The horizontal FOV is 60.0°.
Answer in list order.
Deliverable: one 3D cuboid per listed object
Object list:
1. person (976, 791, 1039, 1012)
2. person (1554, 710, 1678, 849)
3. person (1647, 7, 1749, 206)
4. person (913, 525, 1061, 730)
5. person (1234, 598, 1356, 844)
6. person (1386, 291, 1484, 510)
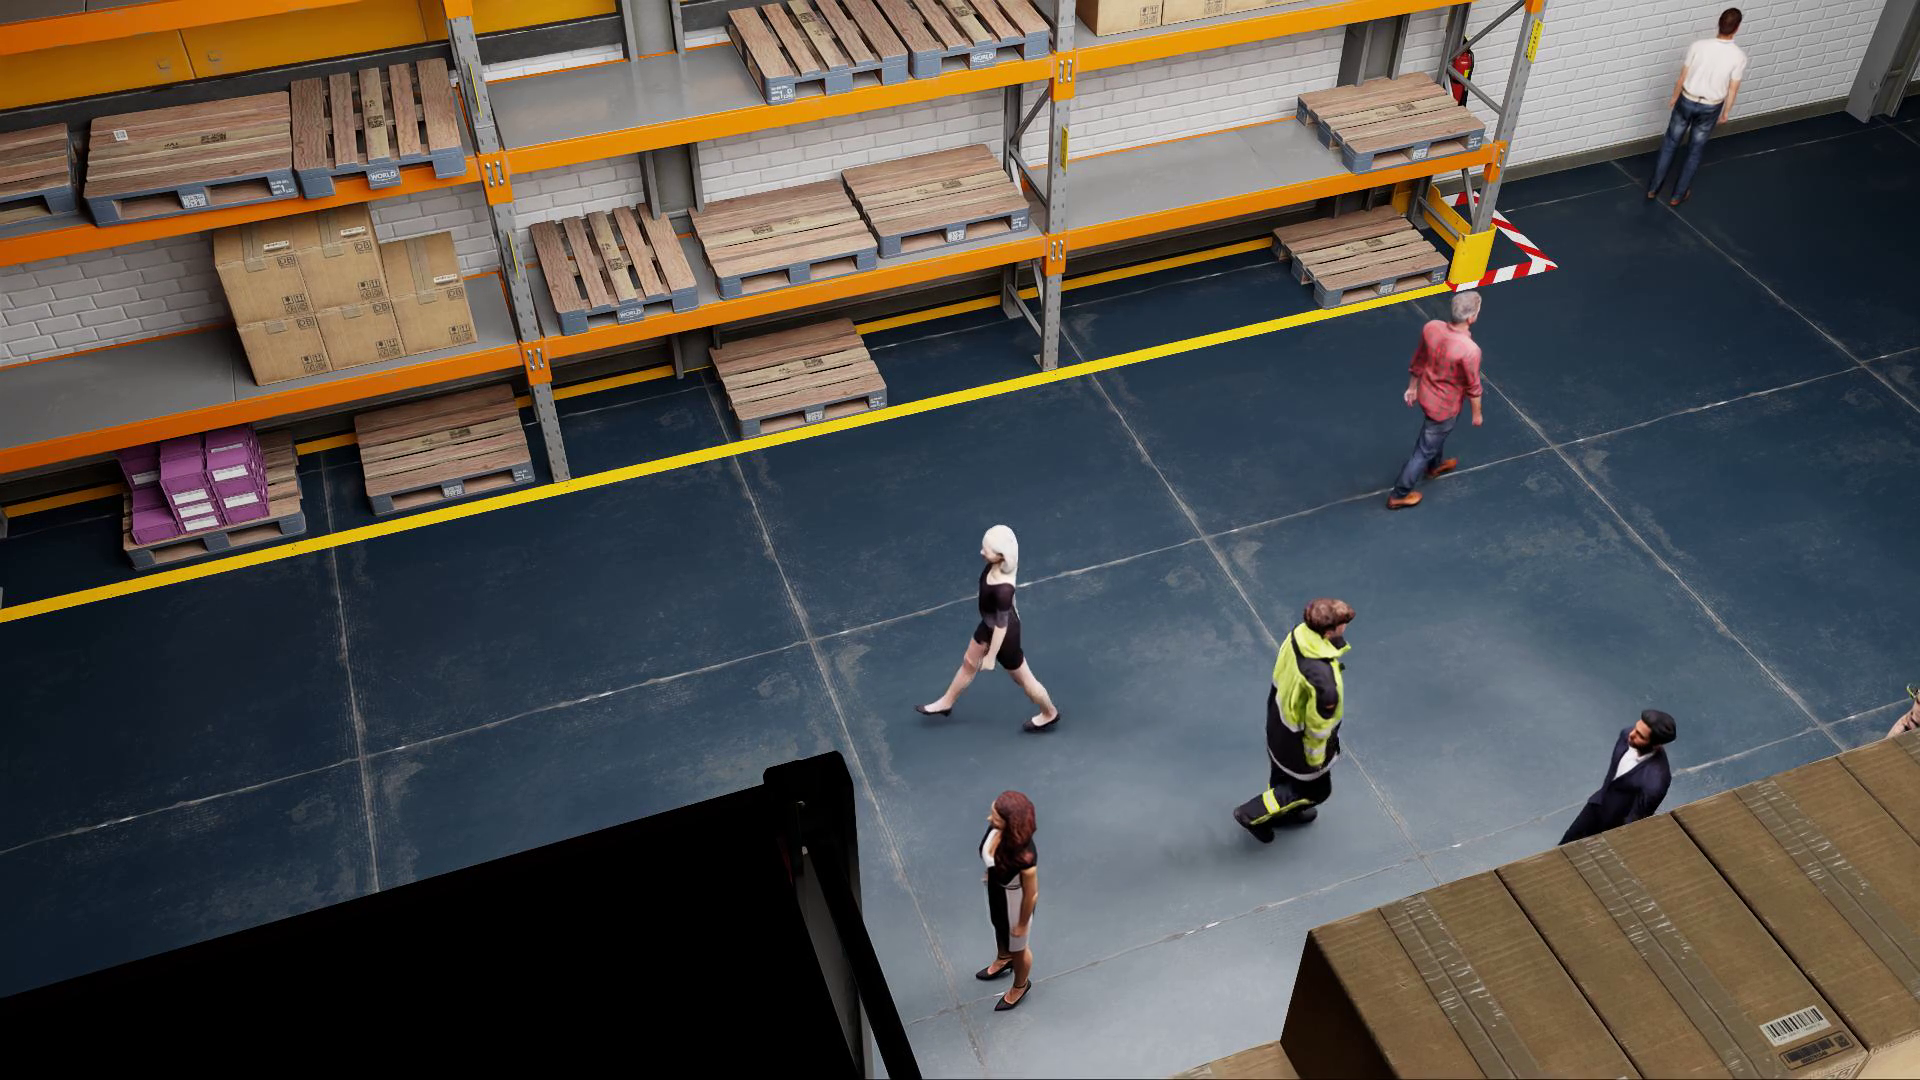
[{"bbox_3d":[0.268,1.909,8.848,0.483,1.795,0.574,-15,46,-15],"label":"person"},{"bbox_3d":[3.782,1.555,9.301,1.166,1.683,0.863,-3,44,-3],"label":"person"},{"bbox_3d":[6.592,-3.860,14.861,0.763,1.854,0.804,21,48,21],"label":"person"},{"bbox_3d":[0.356,0.602,10.236,1.240,1.775,0.836,-2,44,-3],"label":"person"},{"bbox_3d":[1.897,1.071,9.601,0.902,1.972,0.871,-4,44,-4],"label":"person"},{"bbox_3d":[3.344,-0.951,11.844,0.960,1.804,0.708,-15,46,-15],"label":"person"}]
